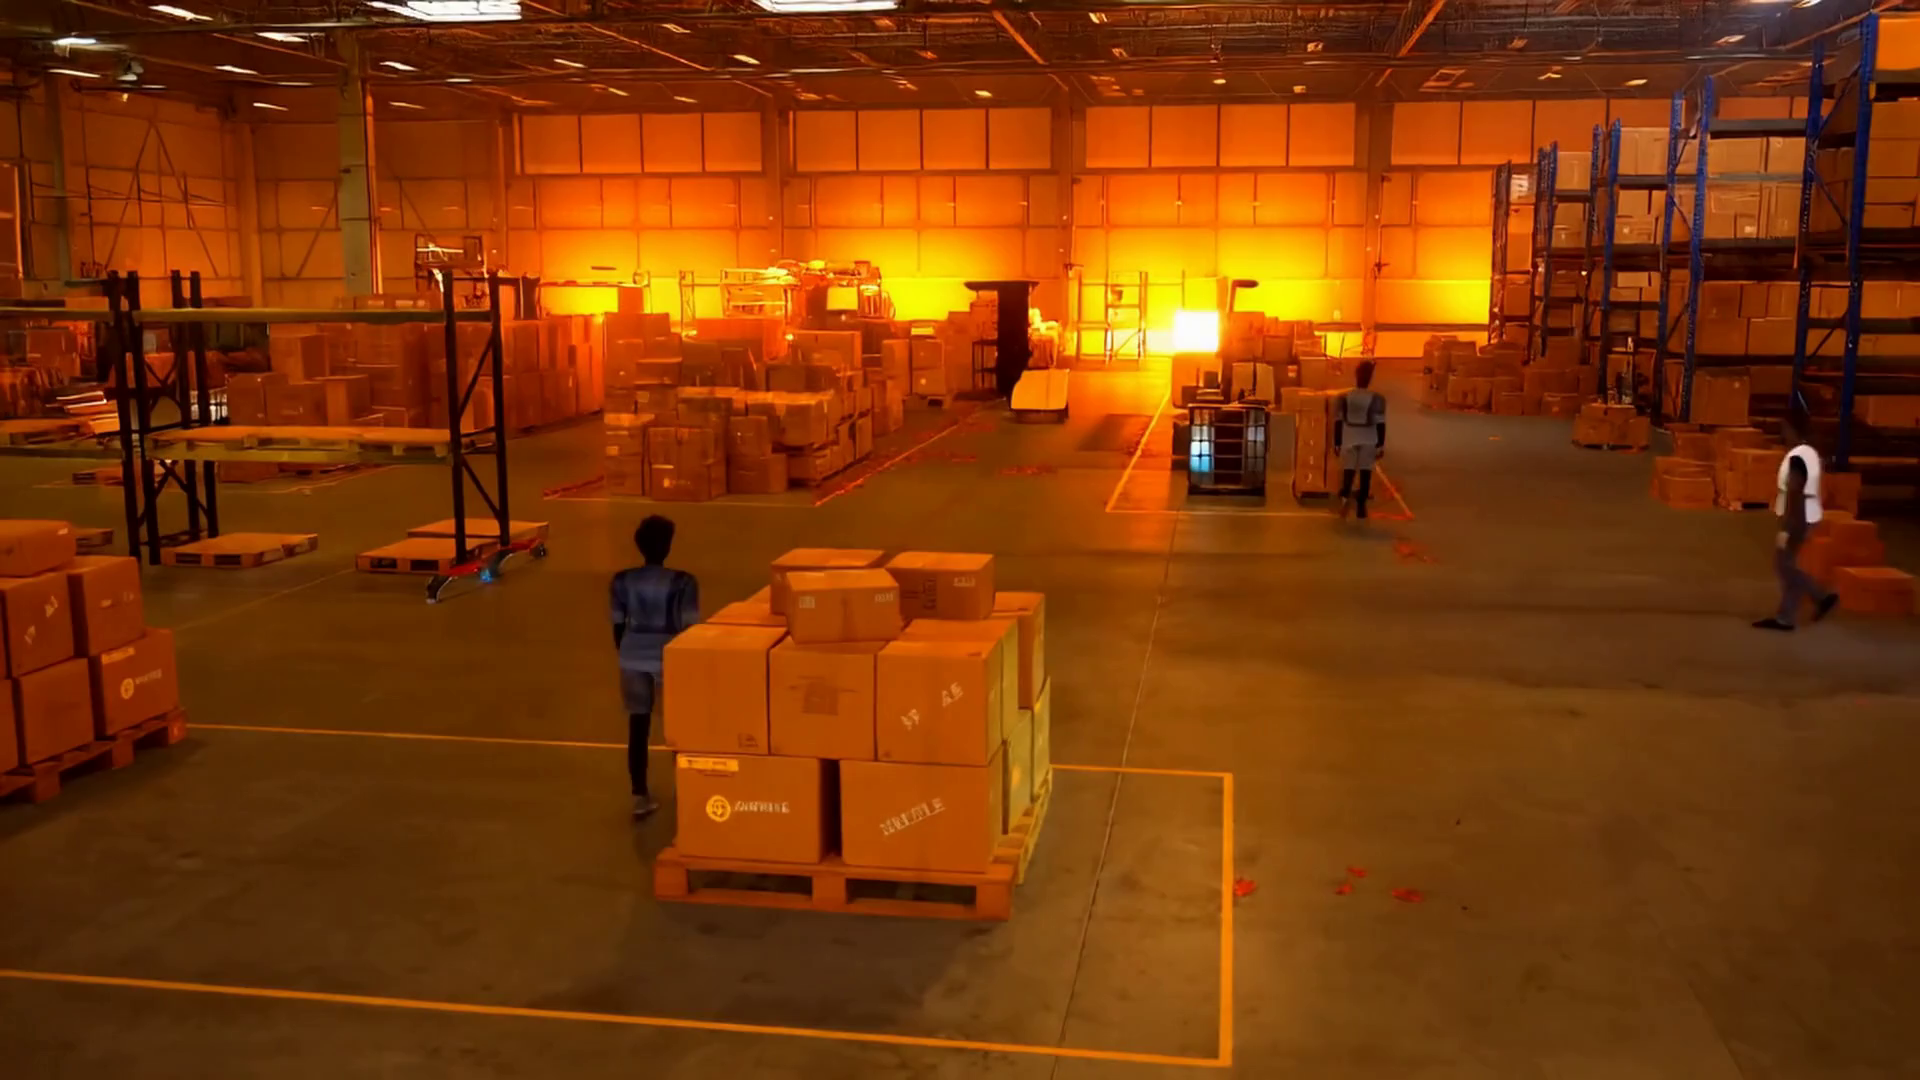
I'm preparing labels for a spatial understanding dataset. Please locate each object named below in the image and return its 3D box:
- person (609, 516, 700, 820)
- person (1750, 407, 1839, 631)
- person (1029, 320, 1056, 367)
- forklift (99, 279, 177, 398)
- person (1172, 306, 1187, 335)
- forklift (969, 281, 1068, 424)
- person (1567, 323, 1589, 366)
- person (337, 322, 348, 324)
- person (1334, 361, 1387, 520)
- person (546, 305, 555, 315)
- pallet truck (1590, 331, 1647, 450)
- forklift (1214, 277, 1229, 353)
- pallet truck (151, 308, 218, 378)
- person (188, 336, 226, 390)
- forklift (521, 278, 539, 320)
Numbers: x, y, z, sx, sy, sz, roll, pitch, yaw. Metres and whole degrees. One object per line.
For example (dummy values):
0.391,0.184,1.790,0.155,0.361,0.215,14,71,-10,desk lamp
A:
-1.689,0.681,9.429,0.556,1.654,0.843,1,9,8,person
7.030,-0.160,13.922,0.541,1.903,0.594,5,10,28,person
1.726,-3.623,35.002,0.611,1.988,0.391,2,9,10,person
-19.606,-4.720,39.027,1.873,2.768,1.129,1,9,9,forklift
6.822,-6.193,51.017,0.627,1.936,0.372,2,9,10,person
1.194,-3.753,33.059,1.873,2.768,1.129,1,9,9,forklift
13.901,-3.925,37.245,0.891,1.877,0.655,-2,9,-11,person
-18.728,-6.175,50.897,0.627,1.940,0.372,2,9,10,person
4.873,-1.206,20.207,0.628,1.945,0.425,5,11,29,person
-13.329,-6.690,54.158,0.624,1.915,0.565,-2,9,-14,person
11.253,-2.573,28.499,0.823,1.965,1.885,5,10,27,pallet truck
7.628,-6.239,48.394,1.873,2.768,1.129,1,9,9,forklift
-21.869,-5.598,47.154,0.823,1.965,1.885,4,10,26,pallet truck
-13.222,-2.626,29.253,0.650,1.887,0.848,0,9,-2,person
-11.589,-5.675,44.915,1.873,2.768,1.129,-3,10,-17,forklift
